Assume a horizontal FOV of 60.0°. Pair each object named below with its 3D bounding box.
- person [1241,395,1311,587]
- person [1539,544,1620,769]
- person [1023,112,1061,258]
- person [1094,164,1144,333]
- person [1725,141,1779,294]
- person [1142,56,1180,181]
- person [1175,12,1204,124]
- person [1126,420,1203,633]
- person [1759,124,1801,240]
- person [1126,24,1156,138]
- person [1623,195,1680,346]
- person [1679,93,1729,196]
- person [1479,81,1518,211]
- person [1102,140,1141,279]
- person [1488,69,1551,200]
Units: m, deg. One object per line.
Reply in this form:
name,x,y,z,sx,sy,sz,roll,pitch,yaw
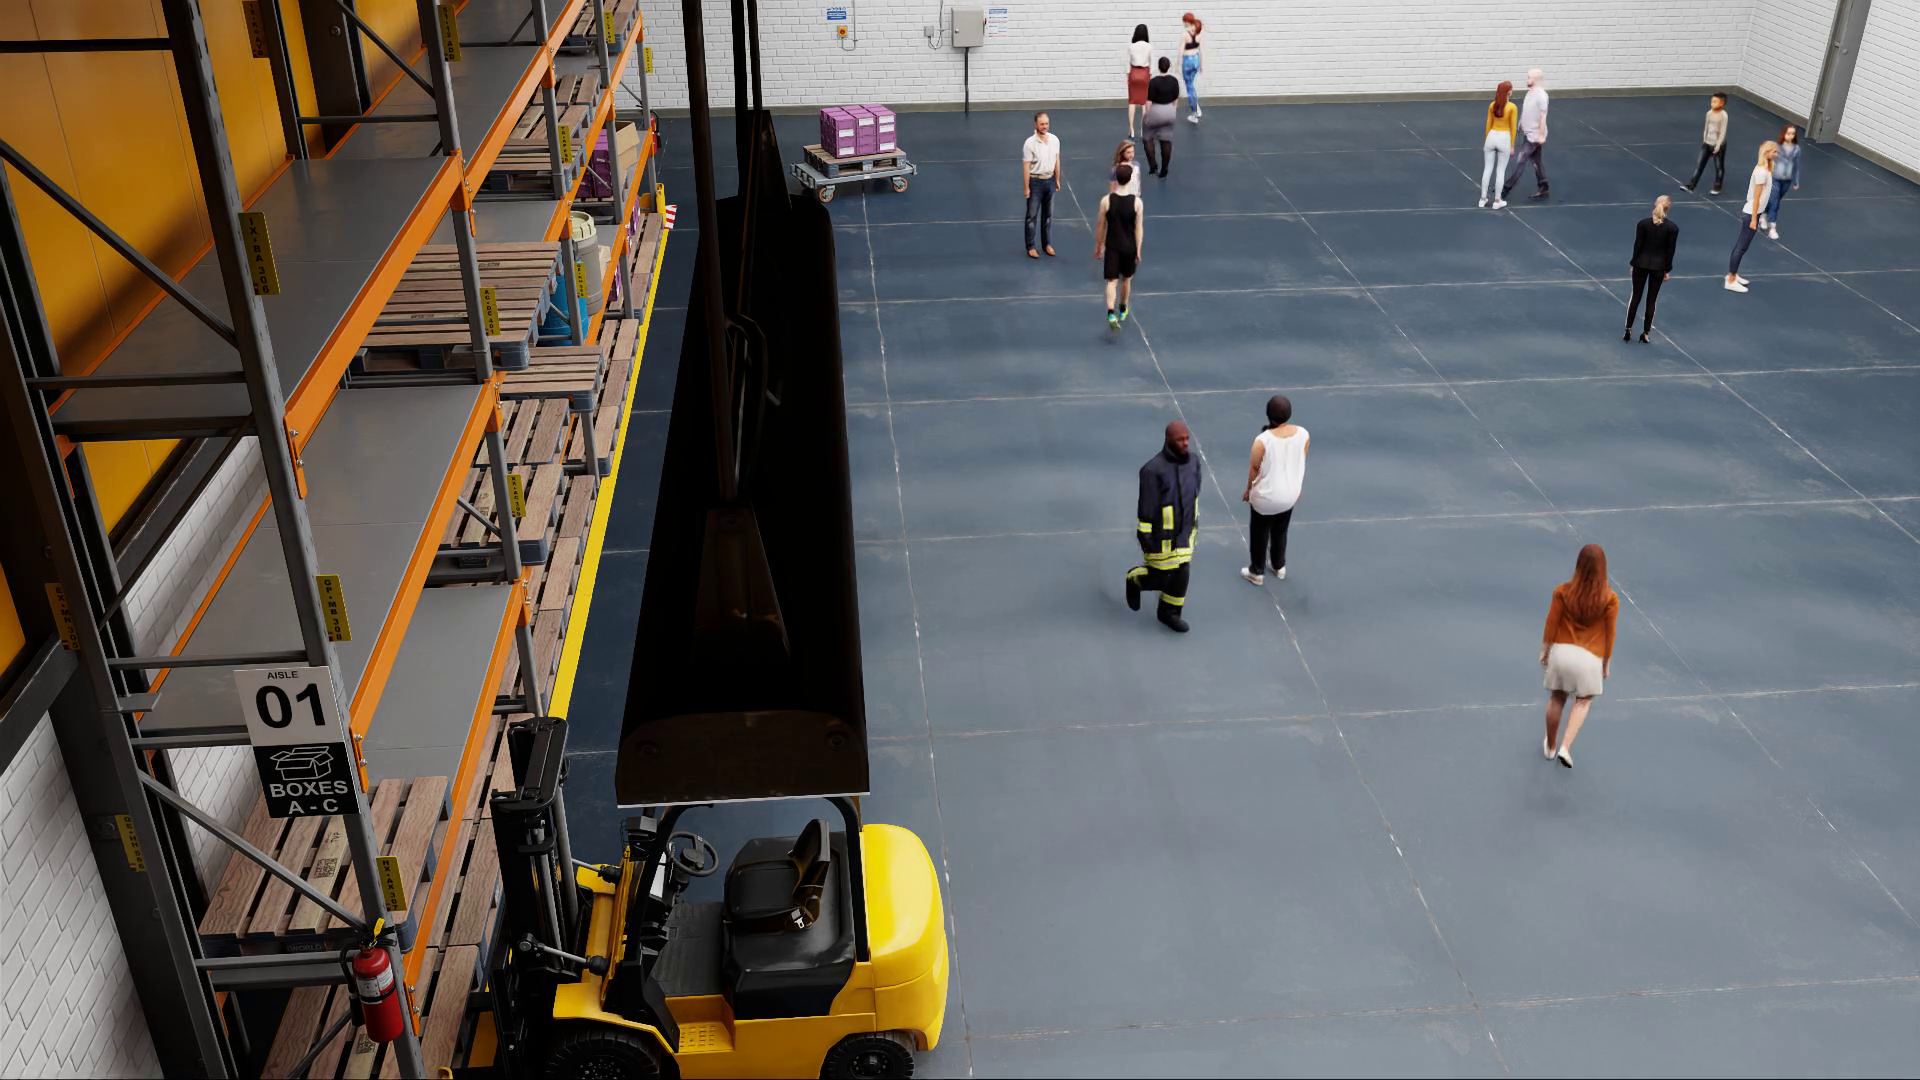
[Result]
person,2.582,-0.419,13.777,0.720,1.688,0.704,-10,30,-18
person,4.228,0.851,11.429,0.822,1.707,0.902,14,32,24
person,1.021,-4.545,21.169,0.718,1.853,0.668,-10,30,-18
person,1.805,-3.258,18.803,0.873,1.858,1.225,5,29,8
person,9.548,-3.920,20.069,0.736,1.808,0.603,12,31,21
person,2.946,-6.083,24.101,0.742,1.744,0.720,-9,30,-15
person,3.744,-7.568,26.815,0.730,1.753,0.749,-11,31,-20
person,1.597,-0.141,13.140,0.951,1.810,1.052,-17,33,-28
person,10.821,-4.771,22.002,0.617,1.451,0.987,0,29,0
person,2.821,-7.230,26.198,0.638,1.751,0.585,4,29,8
person,7.666,-3.002,18.491,0.696,1.707,0.720,15,32,25
person,10.724,-5.577,23.510,0.937,1.423,1.024,-19,34,-31
person,7.425,-5.455,22.944,0.689,1.751,0.745,21,35,33
person,1.980,-4.099,20.502,0.891,1.709,0.992,-20,34,-32
person,8.109,-5.630,23.229,0.829,1.785,1.114,-1,29,-1
